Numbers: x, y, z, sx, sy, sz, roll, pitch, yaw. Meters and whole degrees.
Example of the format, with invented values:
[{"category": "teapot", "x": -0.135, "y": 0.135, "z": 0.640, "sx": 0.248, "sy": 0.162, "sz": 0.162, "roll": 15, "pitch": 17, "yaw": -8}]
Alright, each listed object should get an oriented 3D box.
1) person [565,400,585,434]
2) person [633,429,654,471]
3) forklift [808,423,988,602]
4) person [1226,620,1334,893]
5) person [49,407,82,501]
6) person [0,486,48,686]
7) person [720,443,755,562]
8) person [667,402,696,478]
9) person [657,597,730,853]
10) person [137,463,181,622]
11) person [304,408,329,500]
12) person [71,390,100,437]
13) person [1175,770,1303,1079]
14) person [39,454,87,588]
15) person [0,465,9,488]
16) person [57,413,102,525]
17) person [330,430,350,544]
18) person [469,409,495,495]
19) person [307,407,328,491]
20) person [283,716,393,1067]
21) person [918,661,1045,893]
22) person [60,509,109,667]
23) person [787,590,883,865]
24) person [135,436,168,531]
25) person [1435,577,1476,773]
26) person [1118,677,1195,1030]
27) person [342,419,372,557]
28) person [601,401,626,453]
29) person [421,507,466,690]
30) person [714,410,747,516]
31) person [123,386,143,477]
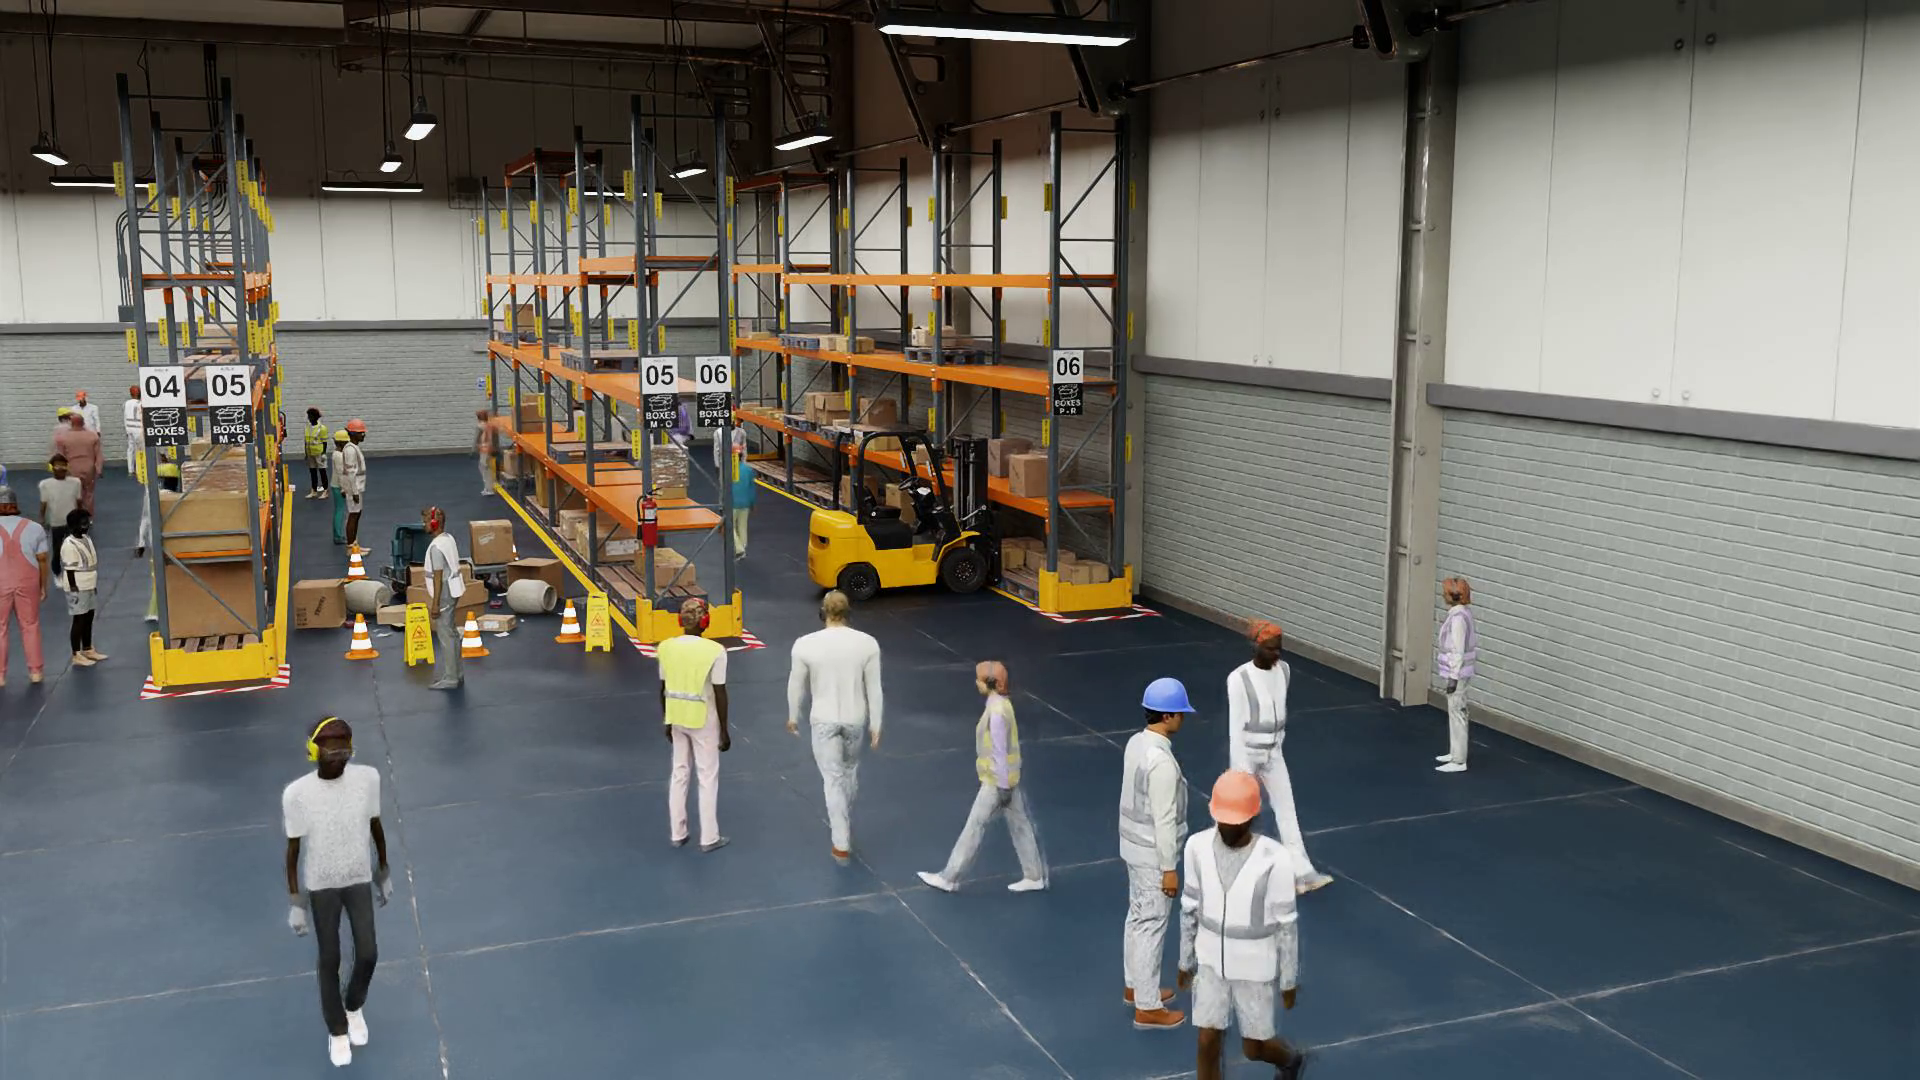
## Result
[{"category": "person", "x": -7.886, "y": -2.097, "z": 34.121, "sx": 0.283, "sy": 1.633, "sz": 0.501, "roll": 7, "pitch": 11, "yaw": 37}, {"category": "person", "x": -5.335, "y": -1.247, "z": 28.535, "sx": 0.583, "sy": 1.701, "sz": 0.922, "roll": -4, "pitch": 10, "yaw": -21}, {"category": "forklift", "x": -0.830, "y": -0.399, "z": 21.676, "sx": 2.313, "sy": 2.155, "sz": 1.214, "roll": -4, "pitch": 10, "yaw": -21}, {"category": "person", "x": 2.072, "y": 1.461, "z": 11.077, "sx": 0.591, "sy": 1.839, "sz": 0.958, "roll": -6, "pitch": 11, "yaw": -35}, {"category": "person", "x": -16.328, "y": -1.546, "z": 30.322, "sx": 0.821, "sy": 1.731, "sz": 0.540, "roll": 4, "pitch": 10, "yaw": 23}, {"category": "person", "x": -9.610, "y": 0.447, "z": 16.831, "sx": 0.685, "sy": 2.000, "sz": 0.535, "roll": -8, "pitch": 12, "yaw": -40}, {"category": "person", "x": -3.197, "y": -0.532, "z": 23.998, "sx": 0.584, "sy": 1.722, "sz": 0.542, "roll": -8, "pitch": 12, "yaw": -40}, {"category": "person", "x": -5.615, "y": -2.151, "z": 33.895, "sx": 0.872, "sy": 1.806, "sz": 0.635, "roll": 4, "pitch": 10, "yaw": 24}, {"category": "person", "x": -1.915, "y": 1.331, "z": 11.926, "sx": 0.564, "sy": 1.835, "sz": 0.390, "roll": 4, "pitch": 10, "yaw": 26}, {"category": "person", "x": -9.518, "y": 0.017, "z": 20.065, "sx": 0.601, "sy": 1.870, "sz": 1.060, "roll": 4, "pitch": 10, "yaw": 22}, {"category": "person", "x": -11.907, "y": -1.590, "z": 30.736, "sx": 0.533, "sy": 1.697, "sz": 0.318, "roll": 4, "pitch": 10, "yaw": 23}, {"category": "person", "x": -18.390, "y": -2.285, "z": 34.975, "sx": 0.577, "sy": 1.737, "sz": 0.354, "roll": -1, "pitch": 9, "yaw": -9}, {"category": "person", "x": 1.334, "y": 1.948, "z": 7.831, "sx": 0.583, "sy": 1.906, "sz": 0.749, "roll": 6, "pitch": 11, "yaw": 32}, {"category": "person", "x": -11.611, "y": -0.206, "z": 21.547, "sx": 0.517, "sy": 1.854, "sz": 0.651, "roll": -7, "pitch": 11, "yaw": -36}, {"category": "person", "x": -12.751, "y": -0.331, "z": 21.724, "sx": 0.388, "sy": 2.041, "sz": 0.615, "roll": 7, "pitch": 12, "yaw": 39}, {"category": "person", "x": -14.442, "y": -1.142, "z": 27.315, "sx": 0.653, "sy": 1.893, "sz": 0.671, "roll": -6, "pitch": 11, "yaw": -31}, {"category": "person", "x": -9.538, "y": -0.816, "z": 25.688, "sx": 0.350, "sy": 1.758, "sz": 0.522, "roll": -4, "pitch": 10, "yaw": -23}, {"category": "person", "x": -8.971, "y": -1.644, "z": 31.277, "sx": 0.480, "sy": 1.617, "sz": 0.548, "roll": 1, "pitch": 9, "yaw": 8}, {"category": "person", "x": -12.356, "y": -1.752, "z": 31.969, "sx": 0.288, "sy": 1.627, "sz": 0.501, "roll": -4, "pitch": 10, "yaw": -21}, {"category": "person", "x": -3.243, "y": 1.826, "z": 8.707, "sx": 0.536, "sy": 1.855, "sz": 0.393, "roll": -5, "pitch": 10, "yaw": -27}, {"category": "person", "x": 0.171, "y": 1.586, "z": 11.063, "sx": 0.871, "sy": 1.589, "sz": 0.534, "roll": 1, "pitch": 9, "yaw": 6}, {"category": "person", "x": -9.303, "y": 0.502, "z": 17.603, "sx": 0.320, "sy": 1.686, "sz": 0.539, "roll": -1, "pitch": 9, "yaw": -6}, {"category": "person", "x": -0.909, "y": 1.295, "z": 11.954, "sx": 0.639, "sy": 1.888, "sz": 0.991, "roll": -3, "pitch": 10, "yaw": -19}, {"category": "person", "x": -13.034, "y": -1.067, "z": 26.901, "sx": 0.531, "sy": 1.871, "sz": 0.322, "roll": 0, "pitch": 9, "yaw": 3}, {"category": "person", "x": 4.131, "y": 1.120, "z": 13.864, "sx": 0.310, "sy": 1.636, "sz": 0.523, "roll": 3, "pitch": 10, "yaw": 19}, {"category": "person", "x": 1.083, "y": 1.714, "z": 9.189, "sx": 0.418, "sy": 1.939, "sz": 0.610, "roll": -1, "pitch": 9, "yaw": -6}, {"category": "person", "x": -8.869, "y": -0.763, "z": 24.491, "sx": 0.413, "sy": 2.036, "sz": 0.606, "roll": -2, "pitch": 9, "yaw": -13}, {"category": "person", "x": -6.379, "y": -1.663, "z": 30.746, "sx": 0.506, "sy": 1.835, "sz": 0.656, "roll": 8, "pitch": 12, "yaw": 40}, {"category": "person", "x": -5.156, "y": 0.580, "z": 16.655, "sx": 0.388, "sy": 1.837, "sz": 0.560, "roll": -1, "pitch": 9, "yaw": -8}, {"category": "person", "x": -3.946, "y": -1.328, "z": 28.671, "sx": 0.592, "sy": 1.828, "sz": 0.404, "roll": -3, "pitch": 10, "yaw": -20}, {"category": "person", "x": -16.974, "y": -2.234, "z": 34.268, "sx": 0.594, "sy": 1.873, "sz": 0.367, "roll": 5, "pitch": 10, "yaw": 27}]
